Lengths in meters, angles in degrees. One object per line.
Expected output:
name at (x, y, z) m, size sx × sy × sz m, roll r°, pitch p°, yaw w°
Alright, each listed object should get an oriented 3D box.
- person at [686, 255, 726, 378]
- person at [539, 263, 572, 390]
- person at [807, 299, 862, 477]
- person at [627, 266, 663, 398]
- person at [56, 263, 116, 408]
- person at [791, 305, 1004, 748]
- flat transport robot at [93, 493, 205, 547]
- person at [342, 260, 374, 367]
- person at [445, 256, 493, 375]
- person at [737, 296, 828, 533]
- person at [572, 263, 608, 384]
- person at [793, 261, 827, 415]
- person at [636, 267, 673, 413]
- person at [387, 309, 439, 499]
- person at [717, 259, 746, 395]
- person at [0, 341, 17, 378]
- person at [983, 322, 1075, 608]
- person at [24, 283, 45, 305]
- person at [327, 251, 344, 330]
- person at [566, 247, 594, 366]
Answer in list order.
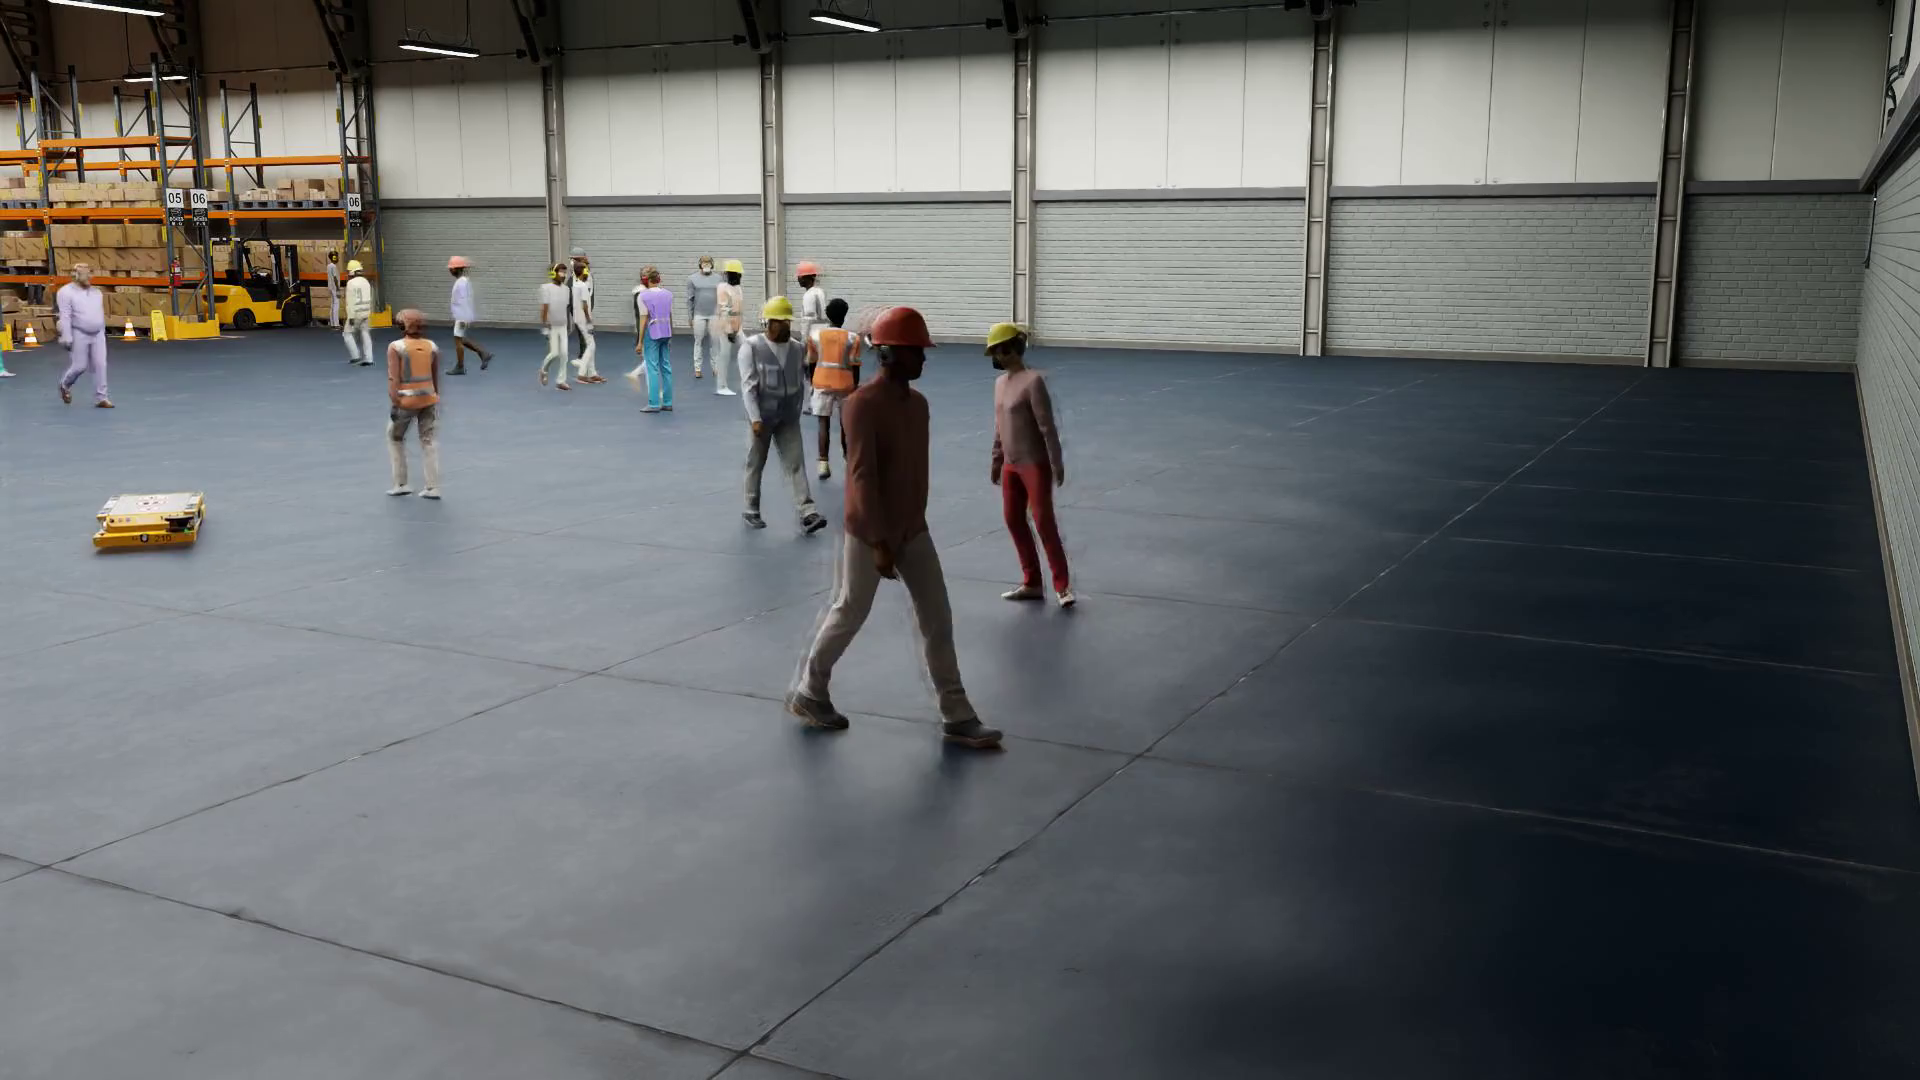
person at (-3.994, -3.523, 26.244) m, size 0.630 × 1.937 × 0.373 m, roll -3°, pitch 11°, yaw -15°
person at (-5.888, -3.097, 24.164) m, size 0.527 × 1.845 × 0.538 m, roll 9°, pitch 13°, yaw 39°
person at (-1.175, -1.431, 15.608) m, size 0.537 × 1.651 × 0.868 m, roll 1°, pitch 10°, yaw 5°
person at (-4.326, -2.869, 22.973) m, size 0.612 × 1.828 × 0.634 m, roll 3°, pitch 11°, yaw 13°
person at (-11.399, -2.654, 21.625) m, size 0.707 × 1.890 × 0.654 m, roll 5°, pitch 12°, yaw 27°
person at (-0.335, -0.061, 7.365) m, size 1.038 × 1.948 × 0.614 m, roll 7°, pitch 13°, yaw 35°
flat transport robot at (-6.085, -0.175, 12.526) m, size 0.652 × 0.197 × 1.431 m, roll -4°, pitch 11°, yaw -21°
person at (-10.274, -3.837, 28.287) m, size 0.552 × 1.811 × 0.622 m, roll 2°, pitch 11°, yaw 13°
person at (-7.948, -3.607, 26.749) m, size 0.671 × 1.920 × 0.548 m, roll -4°, pitch 11°, yaw -19°
person at (-1.369, -0.932, 12.545) m, size 0.597 × 1.779 × 0.946 m, roll -7°, pitch 13°, yaw -34°
person at (-5.659, -3.289, 25.307) m, size 0.466 × 1.835 × 0.570 m, roll -4°, pitch 11°, yaw -23°
person at (-1.846, -2.502, 20.717) m, size 0.446 × 1.915 × 0.564 m, roll 2°, pitch 11°, yaw 11°
person at (-3.855, -2.529, 21.086) m, size 0.388 × 1.837 × 0.563 m, roll 7°, pitch 13°, yaw 35°
person at (-4.705, -1.156, 14.199) m, size 0.605 × 1.614 × 0.539 m, roll 7°, pitch 13°, yaw 35°
person at (-3.097, -2.951, 23.234) m, size 0.785 × 1.900 × 0.593 m, roll 5°, pitch 11°, yaw 25°
person at (-15.196, -3.373, 25.964) m, size 0.772 × 1.734 × 0.546 m, roll 0°, pitch 10°, yaw 1°
person at (0.428, -0.448, 10.063) m, size 0.433 × 1.720 × 0.668 m, roll -7°, pitch 12°, yaw -32°
person at (-24.791, -6.870, 44.551) m, size 0.399 × 1.918 × 0.580 m, roll 5°, pitch 11°, yaw 24°
person at (-14.879, -5.945, 39.619) m, size 0.329 × 1.875 × 0.516 m, roll -8°, pitch 13°, yaw -37°
person at (-6.592, -4.030, 28.719) m, size 0.537 × 2.000 × 0.682 m, roll -3°, pitch 11°, yaw -17°
